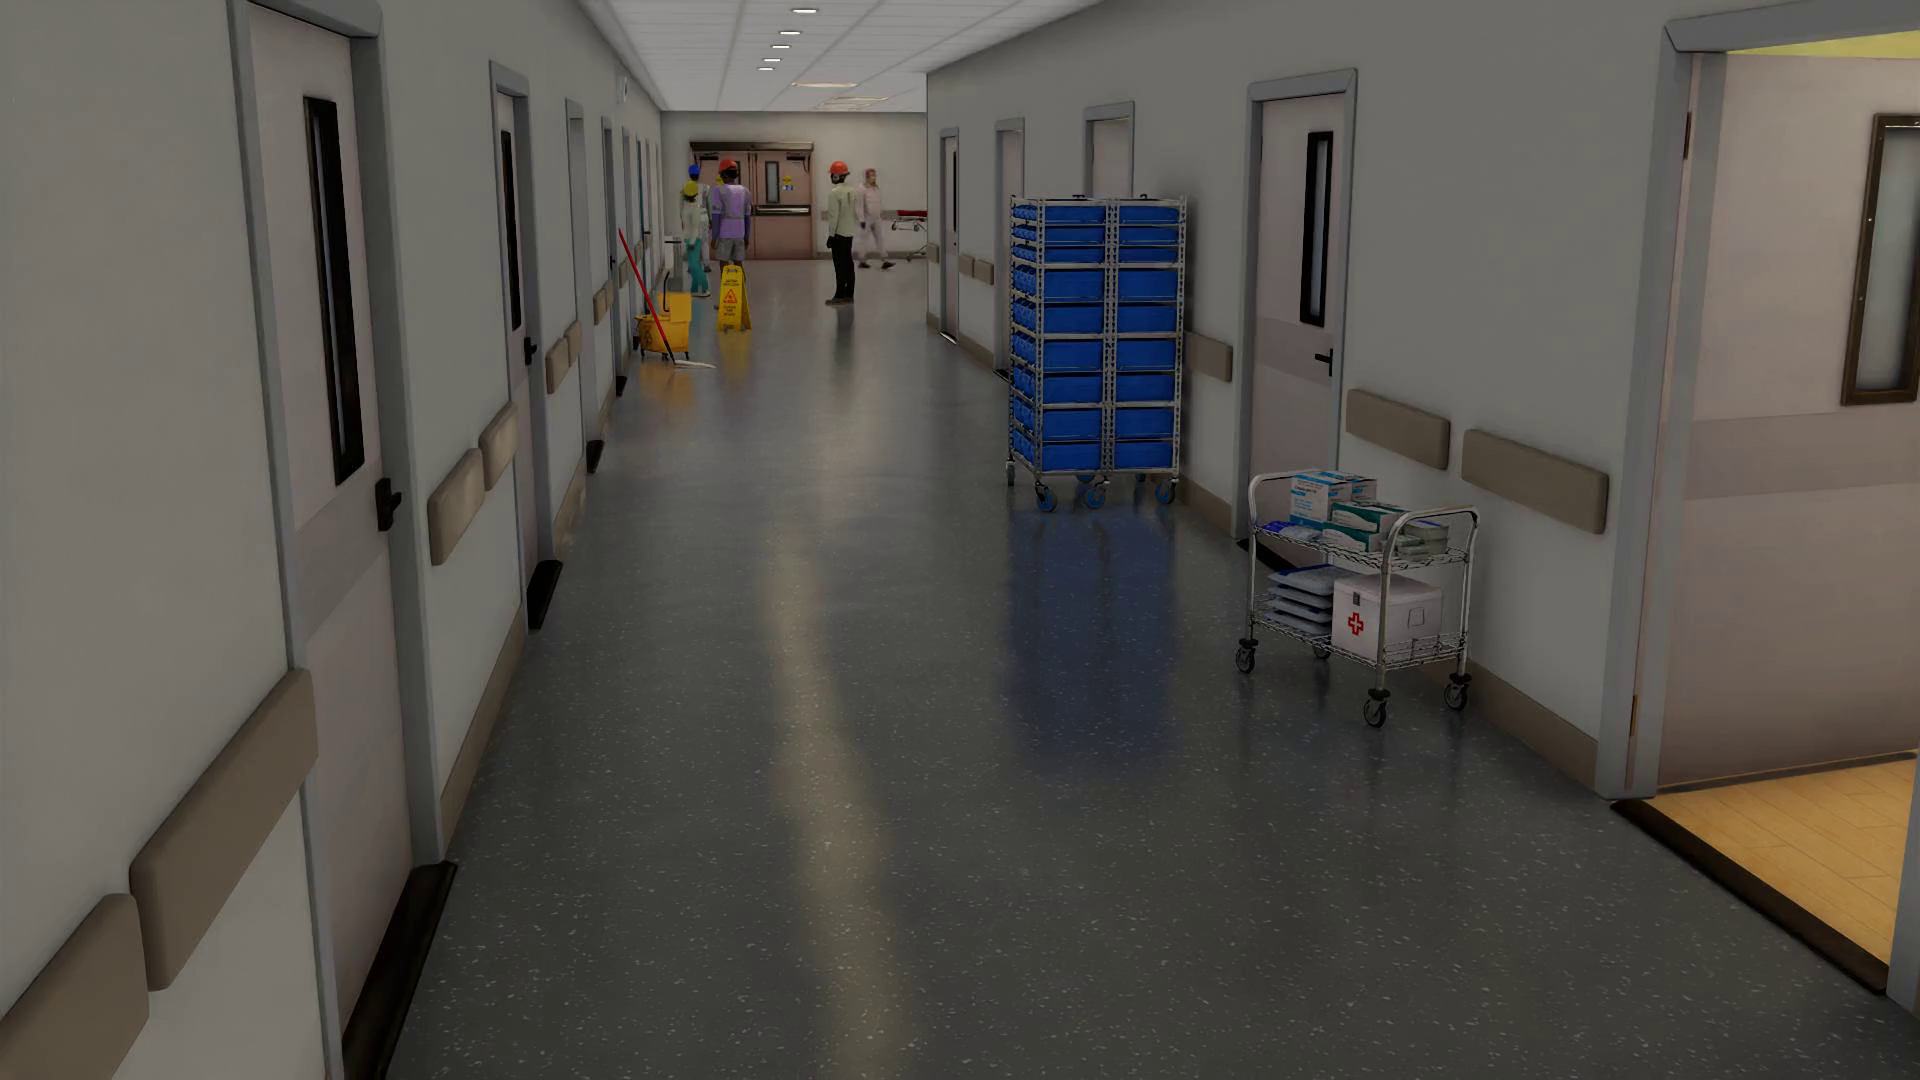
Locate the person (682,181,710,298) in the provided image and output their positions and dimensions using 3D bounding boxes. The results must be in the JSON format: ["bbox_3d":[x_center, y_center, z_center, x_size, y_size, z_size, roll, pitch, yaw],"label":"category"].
[{"bbox_3d":[-3.935,-4.427,24.554,0.339,1.719,0.627,-5,14,-22],"label":"person"}]

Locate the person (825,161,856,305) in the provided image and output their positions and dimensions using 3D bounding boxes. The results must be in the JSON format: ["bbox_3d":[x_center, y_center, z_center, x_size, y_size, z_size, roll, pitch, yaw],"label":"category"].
[{"bbox_3d":[-1.678,-4.302,23.350,0.375,1.997,0.611,6,14,25],"label":"person"}]

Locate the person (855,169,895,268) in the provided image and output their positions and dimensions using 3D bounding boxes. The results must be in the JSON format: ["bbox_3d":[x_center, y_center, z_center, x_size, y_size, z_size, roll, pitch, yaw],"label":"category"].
[{"bbox_3d":[-1.636,-6.092,31.586,0.666,1.861,0.934,-12,18,-43],"label":"person"}]

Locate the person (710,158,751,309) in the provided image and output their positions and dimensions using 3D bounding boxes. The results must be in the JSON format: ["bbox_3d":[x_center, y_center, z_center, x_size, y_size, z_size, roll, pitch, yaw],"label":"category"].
[{"bbox_3d":[-3.127,-4.150,22.612,0.614,2.030,0.405,-12,17,-43],"label":"person"}]

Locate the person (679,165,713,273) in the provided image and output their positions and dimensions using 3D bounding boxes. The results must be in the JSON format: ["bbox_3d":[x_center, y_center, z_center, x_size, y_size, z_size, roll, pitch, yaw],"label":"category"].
[{"bbox_3d":[-4.806,-5.854,30.352,0.605,1.950,0.380,-2,13,-7],"label":"person"}]
